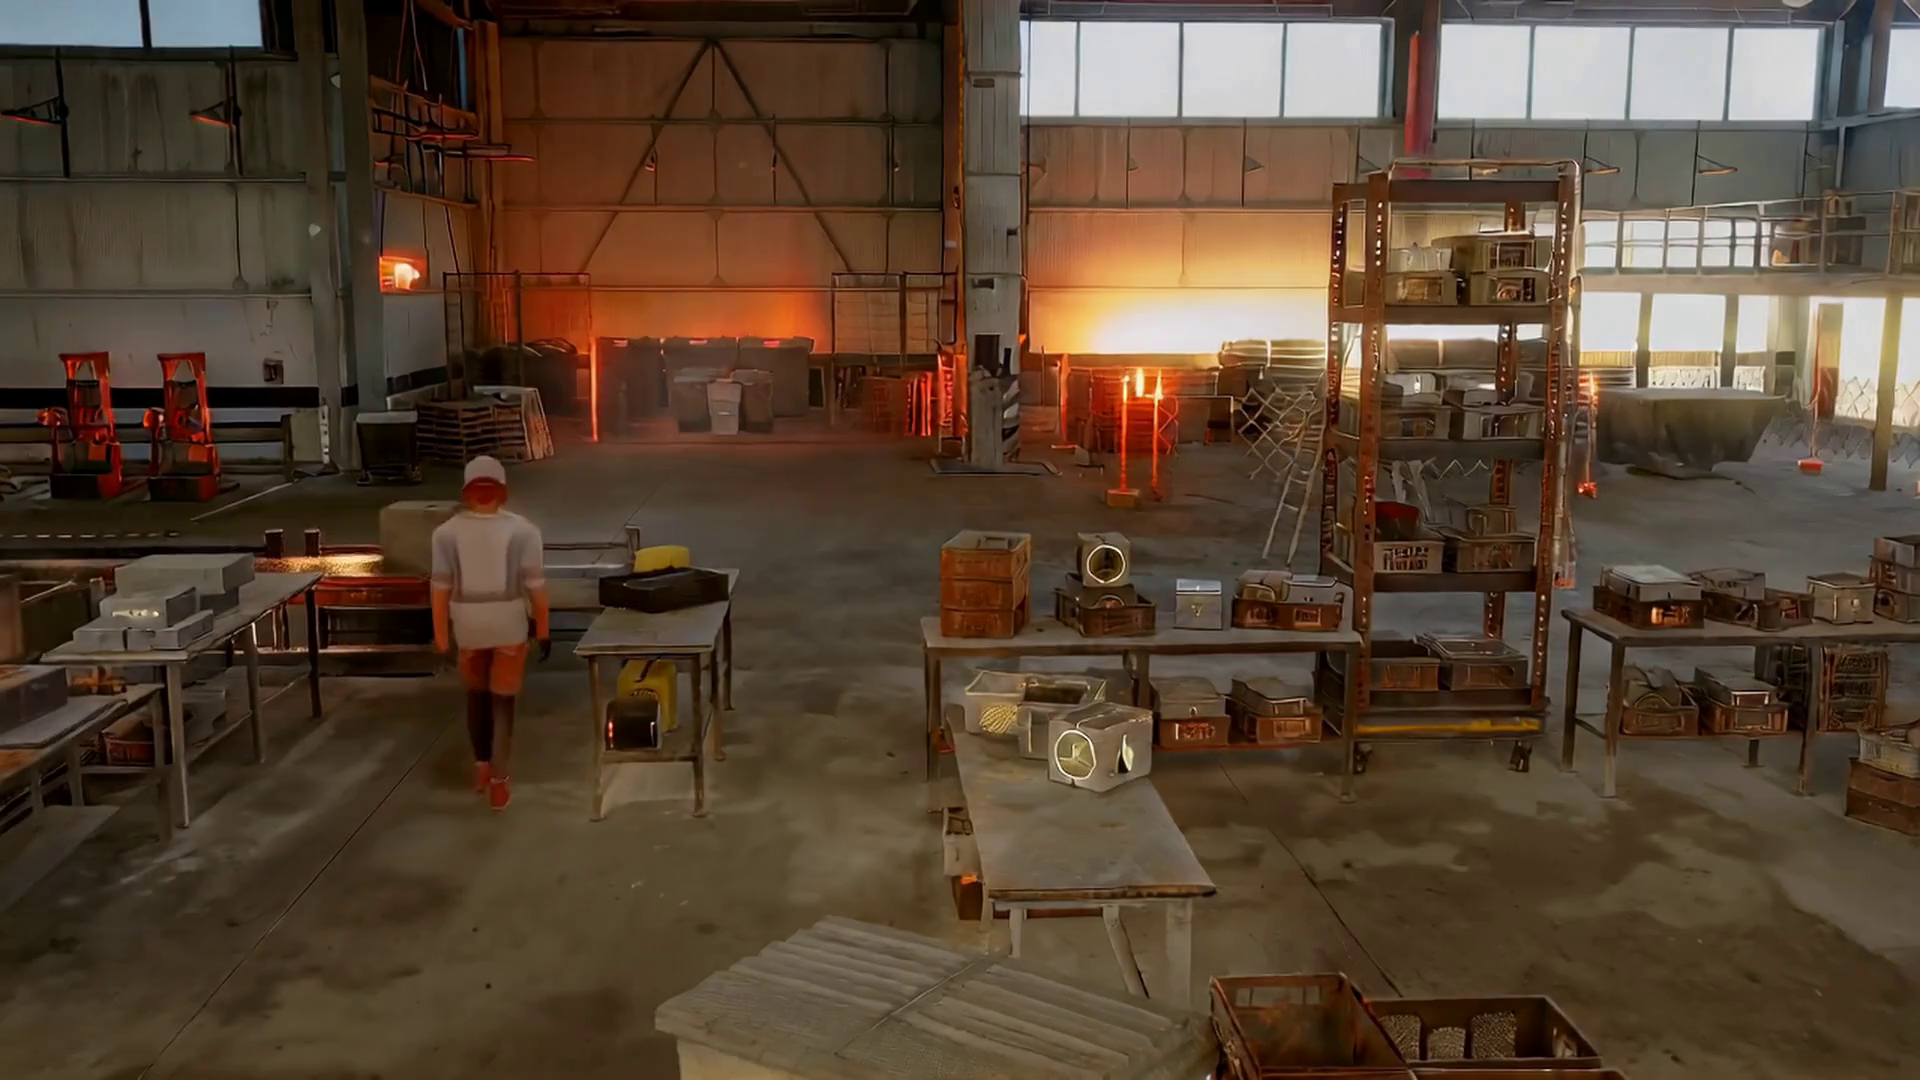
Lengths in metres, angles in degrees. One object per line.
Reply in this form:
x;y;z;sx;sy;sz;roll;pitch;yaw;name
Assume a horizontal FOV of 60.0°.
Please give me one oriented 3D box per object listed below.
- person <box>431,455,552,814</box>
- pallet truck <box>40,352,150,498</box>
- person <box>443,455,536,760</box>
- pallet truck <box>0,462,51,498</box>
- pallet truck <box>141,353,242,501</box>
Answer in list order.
-2.658;0.519;9.509;0.627;2.018;0.674;-1;9;-6;person
-11.907;-1.642;23.165;0.823;1.965;1.885;0;9;0;pallet truck
-2.929;0.439;10.330;0.567;1.923;0.670;0;9;2;person
-13.193;-1.293;23.148;0.653;1.274;1.630;-1;9;-4;pallet truck
-10.520;-1.604;22.925;0.823;1.965;1.885;-1;9;-6;pallet truck
